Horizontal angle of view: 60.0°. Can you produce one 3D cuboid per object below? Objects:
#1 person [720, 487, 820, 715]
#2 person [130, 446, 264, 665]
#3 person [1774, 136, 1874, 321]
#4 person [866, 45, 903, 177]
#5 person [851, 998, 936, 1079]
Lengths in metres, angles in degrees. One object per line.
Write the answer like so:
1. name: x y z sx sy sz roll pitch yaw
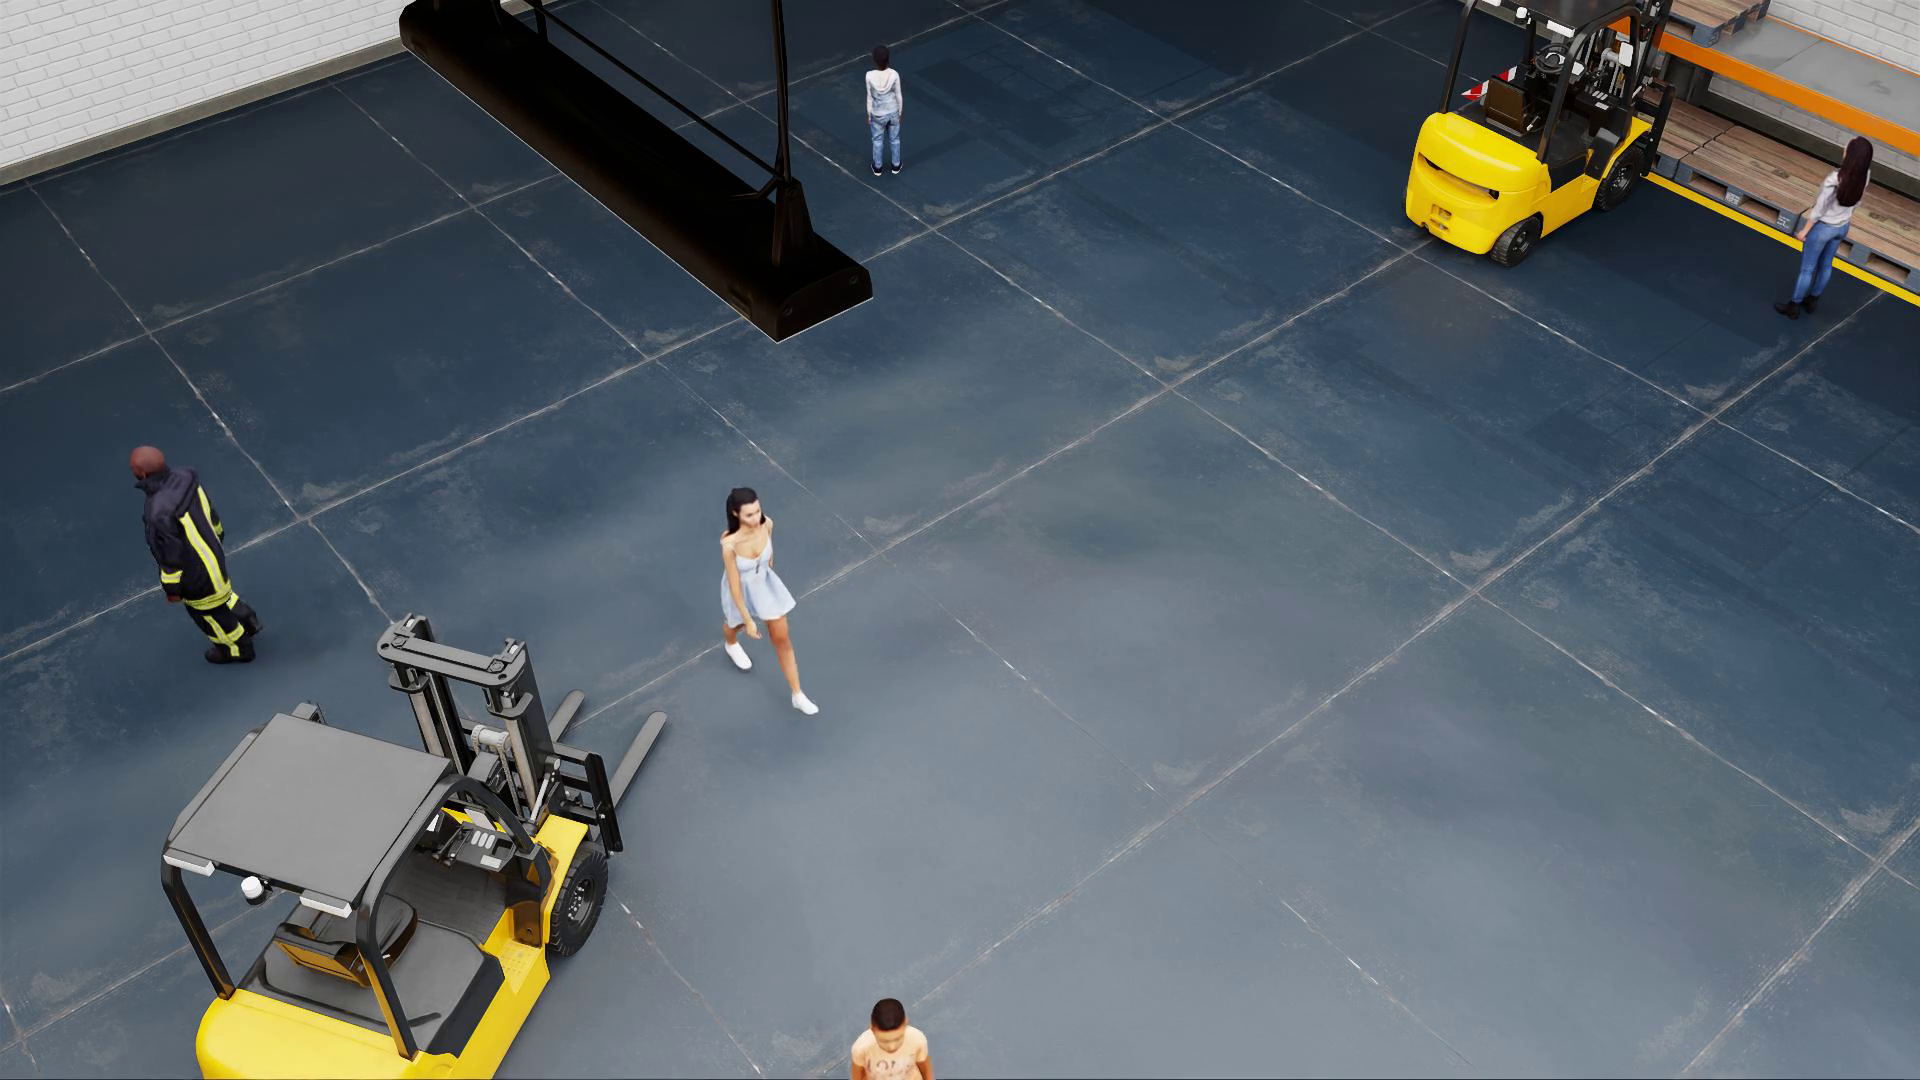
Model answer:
1. person: -1.382 0.314 10.513 0.573 1.672 1.153 -32 52 -29
2. person: -4.828 0.105 10.631 0.962 1.812 0.887 -2 44 -3
3. person: 7.072 -2.531 13.527 0.661 1.633 0.619 -15 46 -15
4. person: -0.700 -3.946 15.282 0.565 1.261 0.612 -5 44 -5
5. person: -0.345 2.653 8.232 0.791 1.431 1.012 -11 45 -12
